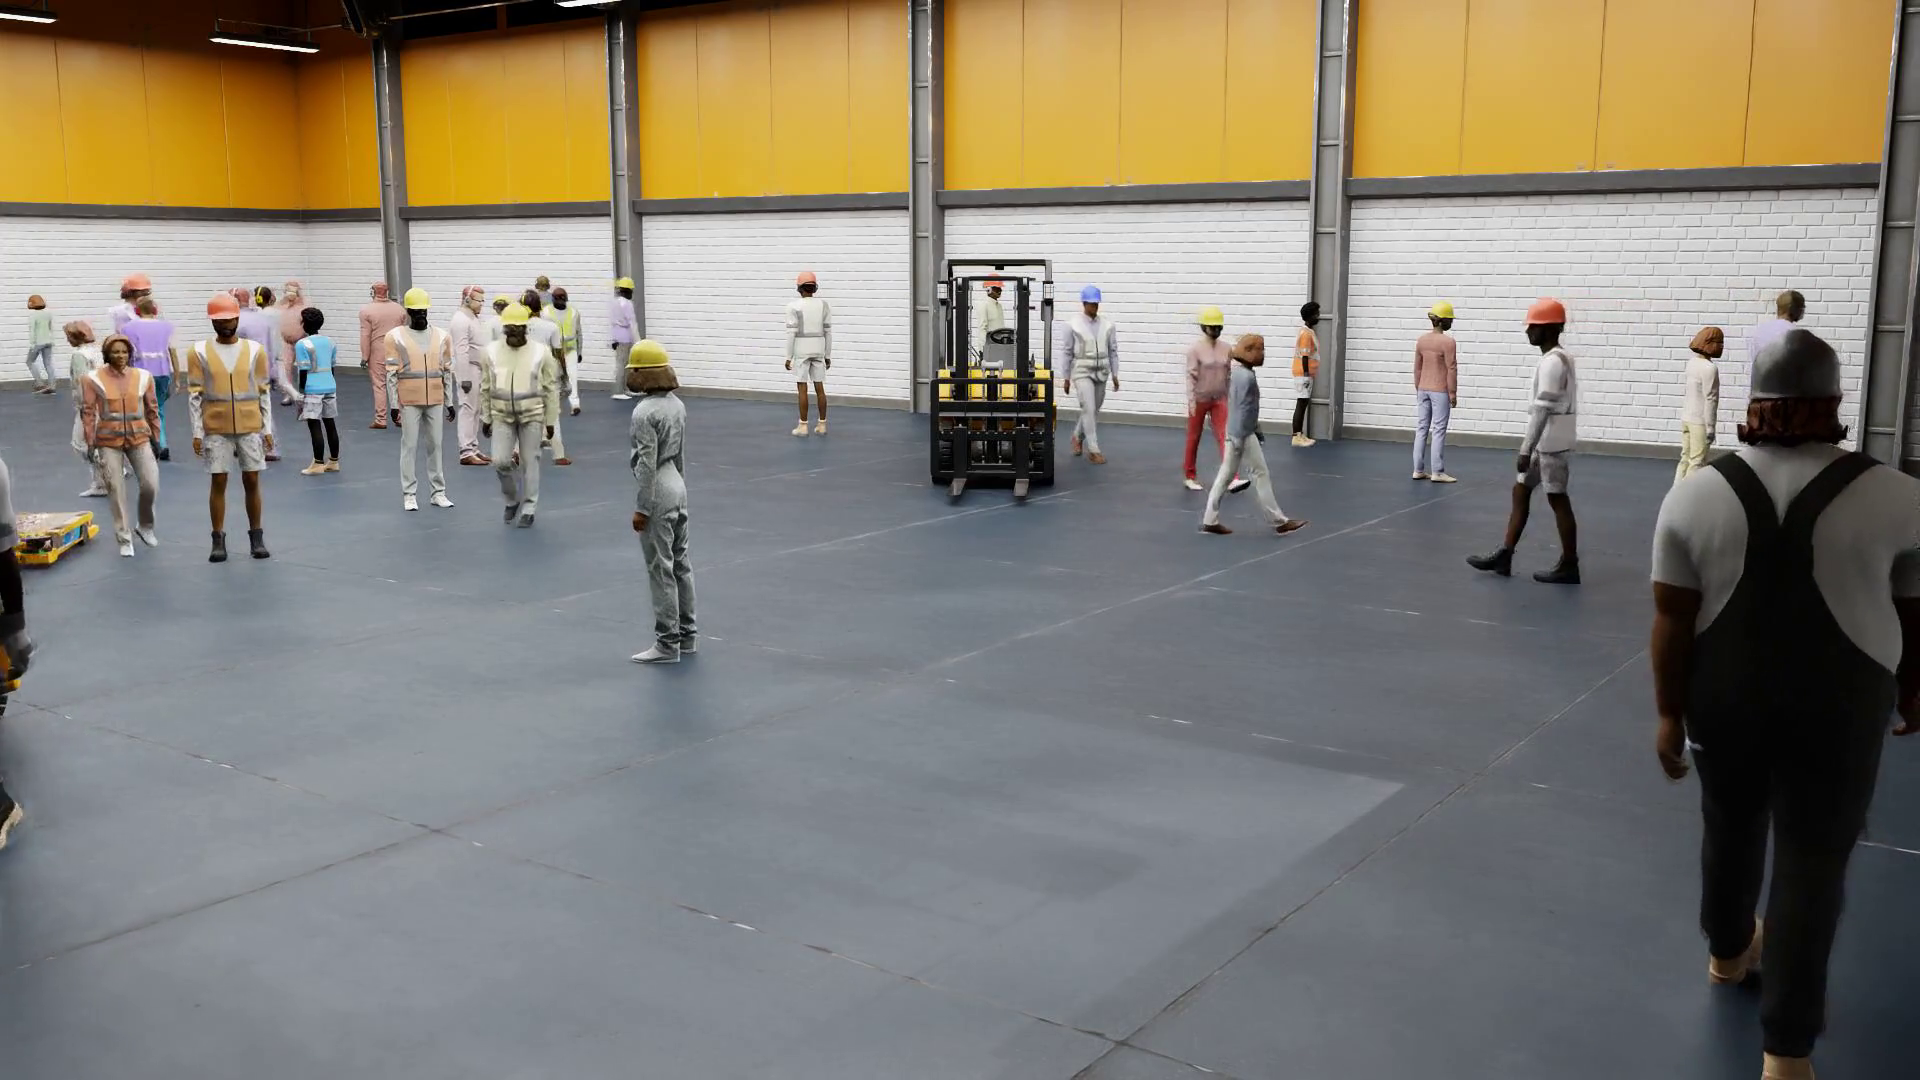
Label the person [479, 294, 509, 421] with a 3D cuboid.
[{"bbox_3d":[-6.106,-2.401,22.131,0.535,1.715,0.838,-9,13,-43],"label":"person"}]

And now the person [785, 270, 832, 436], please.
[{"bbox_3d":[-1.885,-2.300,20.555,0.616,2.041,0.382,-6,11,-31],"label":"person"}]

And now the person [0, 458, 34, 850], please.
[{"bbox_3d":[-3.518,0.262,5.696,0.613,1.921,1.001,0,10,-3],"label":"person"}]

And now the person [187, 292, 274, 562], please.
[{"bbox_3d":[-5.245,-0.810,11.995,0.551,1.934,0.373,-5,11,-27],"label":"person"}]

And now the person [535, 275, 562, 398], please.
[{"bbox_3d":[-6.535,-3.195,26.194,0.629,1.939,0.371,-5,11,-26],"label":"person"}]

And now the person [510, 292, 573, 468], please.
[{"bbox_3d":[-4.401,-1.659,17.354,0.665,1.847,0.577,1,10,4],"label":"person"}]

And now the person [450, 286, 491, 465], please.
[{"bbox_3d":[-5.175,-1.749,17.705,0.399,1.899,0.644,0,10,-3],"label":"person"}]

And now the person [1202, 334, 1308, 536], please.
[{"bbox_3d":[2.304,-0.812,13.040,0.830,1.590,0.507,0,10,0],"label":"person"}]

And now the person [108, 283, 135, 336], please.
[{"bbox_3d":[-11.543,-2.648,23.196,0.584,1.864,0.715,-3,10,-17],"label":"person"}]

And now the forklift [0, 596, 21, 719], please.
[{"bbox_3d":[-5.296,-0.090,6.943,1.214,2.155,2.313,7,12,35],"label":"forklift"}]

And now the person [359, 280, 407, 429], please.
[{"bbox_3d":[-7.449,-2.386,21.469,0.399,1.909,0.642,9,13,44],"label":"person"}]

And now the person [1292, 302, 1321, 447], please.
[{"bbox_3d":[4.035,-1.929,19.398,0.322,1.689,0.530,2,10,14],"label":"person"}]

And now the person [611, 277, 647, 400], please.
[{"bbox_3d":[-5.131,-3.150,26.036,0.805,1.902,0.606,-6,11,-32],"label":"person"}]

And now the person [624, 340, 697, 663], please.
[{"bbox_3d":[-1.642,-0.207,8.985,0.325,1.740,0.492,3,10,15],"label":"person"}]

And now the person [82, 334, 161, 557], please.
[{"bbox_3d":[-6.157,-0.698,12.240,0.537,1.634,0.359,-7,12,-36],"label":"person"}]

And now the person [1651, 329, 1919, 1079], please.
[{"bbox_3d":[2.256,0.392,4.531,0.685,2.000,1.050,7,12,35],"label":"person"}]

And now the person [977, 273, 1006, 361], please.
[{"bbox_3d":[0.427,-2.506,21.925,0.382,1.994,0.613,4,10,23],"label":"person"}]

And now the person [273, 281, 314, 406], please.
[{"bbox_3d":[-9.898,-2.915,24.758,0.663,1.862,0.835,0,10,1],"label":"person"}]

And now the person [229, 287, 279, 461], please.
[{"bbox_3d":[-7.794,-1.783,18.001,0.888,1.871,0.668,1,10,6],"label":"person"}]

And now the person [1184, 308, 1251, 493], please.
[{"bbox_3d":[2.344,-1.281,15.422,0.554,1.717,0.891,-4,10,-24],"label":"person"}]

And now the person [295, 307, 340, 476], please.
[{"bbox_3d":[-6.495,-1.496,16.795,0.318,1.697,0.535,3,10,17],"label":"person"}]

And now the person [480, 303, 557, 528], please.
[{"bbox_3d":[-3.574,-1.002,13.471,0.617,1.821,0.426,-1,10,-4],"label":"person"}]

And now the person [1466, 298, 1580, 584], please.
[{"bbox_3d":[3.806,-0.657,11.163,0.860,1.904,0.576,4,10,21],"label":"person"}]

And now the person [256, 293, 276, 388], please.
[{"bbox_3d":[-11.713,-3.408,28.371,0.545,1.617,0.633,-2,10,-11],"label":"person"}]

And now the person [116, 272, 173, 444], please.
[{"bbox_3d":[-9.620,-2.134,19.622,0.494,2.023,0.628,5,11,26],"label":"person"}]

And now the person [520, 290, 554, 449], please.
[{"bbox_3d":[-4.964,-1.987,19.355,0.494,1.817,0.949,-5,11,-28],"label":"person"}]

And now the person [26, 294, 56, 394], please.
[{"bbox_3d":[-14.945,-3.162,26.955,0.500,1.615,0.522,2,10,11],"label":"person"}]

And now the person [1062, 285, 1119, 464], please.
[{"bbox_3d":[1.386,-1.808,18.028,0.603,1.915,0.958,-4,10,-22],"label":"person"}]

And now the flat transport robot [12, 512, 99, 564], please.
[{"bbox_3d":[-6.891,-0.025,12.275,0.652,0.197,1.431,-2,10,-14],"label":"flat transport robot"}]

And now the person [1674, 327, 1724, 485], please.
[{"bbox_3d":[6.078,-0.935,13.662,0.270,1.627,0.502,0,10,2],"label":"person"}]

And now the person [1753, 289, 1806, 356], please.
[{"bbox_3d":[7.150,-1.248,14.686,0.678,1.920,0.633,-1,10,-9],"label":"person"}]

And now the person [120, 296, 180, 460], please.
[{"bbox_3d":[-8.855,-1.783,18.266,0.553,1.789,1.009,-8,13,-41],"label":"person"}]

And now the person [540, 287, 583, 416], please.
[{"bbox_3d":[-5.559,-2.622,23.230,0.627,1.783,0.961,-4,10,-22],"label":"person"}]

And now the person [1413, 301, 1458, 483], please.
[{"bbox_3d":[4.676,-1.446,16.292,0.319,1.767,0.534,-5,11,-27],"label":"person"}]

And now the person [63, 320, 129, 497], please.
[{"bbox_3d":[-7.888,-1.190,15.156,0.419,1.622,0.540,-1,10,-8],"label":"person"}]

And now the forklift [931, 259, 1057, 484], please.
[{"bbox_3d":[0.370,-1.738,16.759,1.214,2.155,2.313,1,10,3],"label":"forklift"}]

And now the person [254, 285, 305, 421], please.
[{"bbox_3d":[-9.202,-2.493,22.328,0.833,1.843,0.522,3,10,18],"label":"person"}]

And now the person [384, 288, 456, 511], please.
[{"bbox_3d":[-4.685,-1.224,14.488,0.588,1.927,0.371,-8,12,-38],"label":"person"}]
